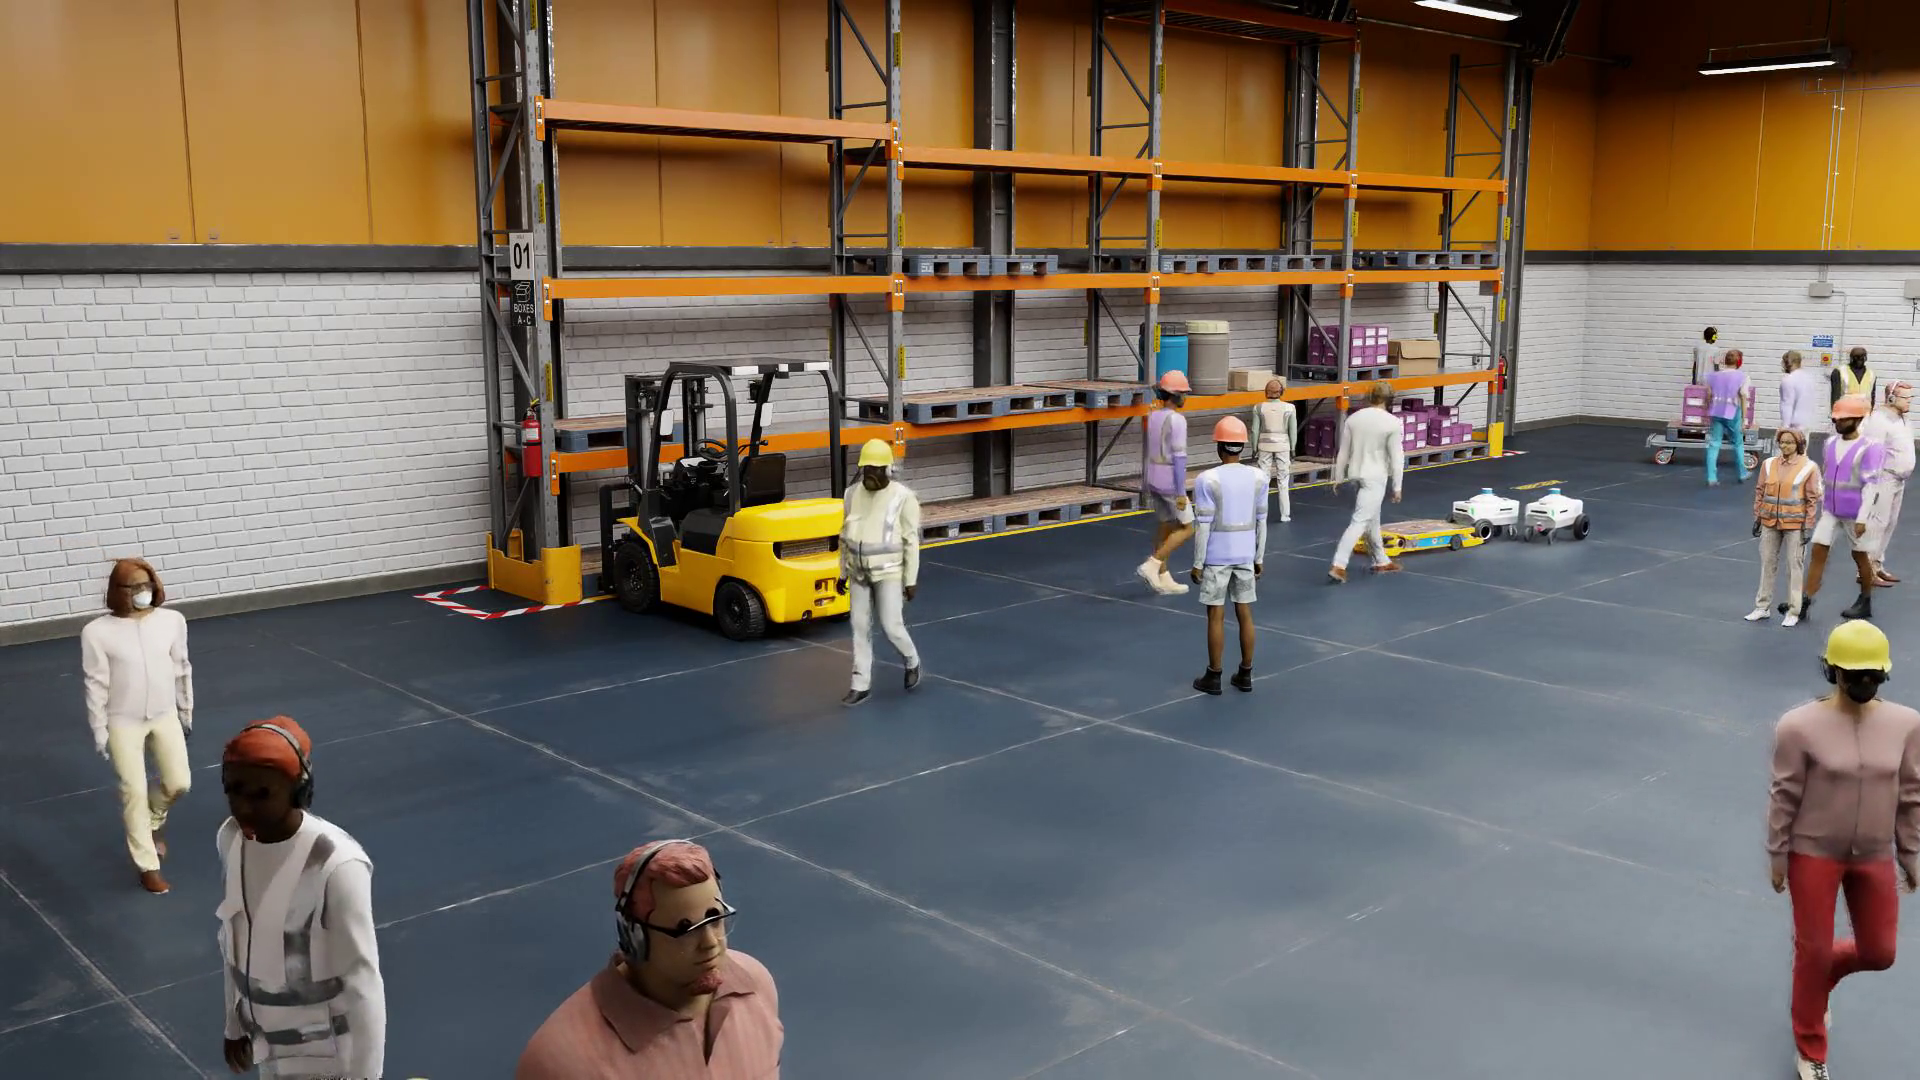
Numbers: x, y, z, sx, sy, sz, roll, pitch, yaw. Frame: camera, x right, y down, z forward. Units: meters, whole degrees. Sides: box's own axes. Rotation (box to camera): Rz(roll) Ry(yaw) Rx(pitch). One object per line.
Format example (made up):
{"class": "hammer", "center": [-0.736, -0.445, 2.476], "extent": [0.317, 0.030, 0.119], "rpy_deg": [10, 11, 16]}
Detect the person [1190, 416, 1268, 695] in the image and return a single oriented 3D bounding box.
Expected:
{"class": "person", "center": [1.853, 0.109, 11.542], "extent": [0.552, 1.937, 0.356], "rpy_deg": [-3, 10, -18]}

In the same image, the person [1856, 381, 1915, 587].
{"class": "person", "center": [8.578, -0.522, 15.368], "extent": [0.653, 1.901, 0.400], "rpy_deg": [-9, 13, -42]}

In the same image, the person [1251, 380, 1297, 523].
{"class": "person", "center": [3.577, -1.007, 18.956], "extent": [0.512, 1.638, 0.312], "rpy_deg": [2, 10, 13]}

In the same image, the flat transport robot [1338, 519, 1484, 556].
{"class": "flat transport robot", "center": [4.687, -0.035, 17.256], "extent": [1.431, 0.197, 0.652], "rpy_deg": [-6, 11, -30]}

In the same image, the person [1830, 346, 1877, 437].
{"class": "person", "center": [12.325, -1.786, 23.024], "extent": [0.623, 1.818, 0.863], "rpy_deg": [1, 10, 8]}

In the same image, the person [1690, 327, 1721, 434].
{"class": "person", "center": [12.502, -2.641, 27.887], "extent": [0.330, 1.862, 0.502], "rpy_deg": [-7, 12, -34]}

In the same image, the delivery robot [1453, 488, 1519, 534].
{"class": "delivery robot", "center": [5.626, -0.313, 17.782], "extent": [0.707, 0.478, 0.477], "rpy_deg": [-5, 11, -26]}

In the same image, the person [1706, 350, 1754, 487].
{"class": "person", "center": [10.192, -1.609, 21.985], "extent": [0.940, 1.796, 0.596], "rpy_deg": [-7, 12, -37]}

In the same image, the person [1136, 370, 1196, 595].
{"class": "person", "center": [1.847, -0.493, 14.797], "extent": [0.478, 2.030, 0.640], "rpy_deg": [-3, 10, -19]}

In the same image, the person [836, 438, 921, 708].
{"class": "person", "center": [-0.562, 0.209, 11.303], "extent": [0.613, 1.818, 0.624], "rpy_deg": [6, 11, 30]}

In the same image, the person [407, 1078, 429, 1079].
{"class": "person", "center": [-0.773, 1.695, 2.565], "extent": [0.404, 1.833, 0.590], "rpy_deg": [1, 10, 8]}

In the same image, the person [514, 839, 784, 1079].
{"class": "person", "center": [-0.555, 1.524, 3.350], "extent": [0.406, 1.909, 0.638], "rpy_deg": [8, 12, 38]}

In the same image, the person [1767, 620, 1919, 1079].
{"class": "person", "center": [3.205, 1.127, 6.105], "extent": [0.533, 1.753, 0.514], "rpy_deg": [1, 10, 4]}

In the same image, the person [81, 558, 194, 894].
{"class": "person", "center": [-3.950, 0.871, 7.992], "extent": [0.439, 1.624, 0.498], "rpy_deg": [9, 13, 42]}

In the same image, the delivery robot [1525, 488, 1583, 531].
{"class": "delivery robot", "center": [6.343, -0.308, 17.751], "extent": [0.707, 0.478, 0.477], "rpy_deg": [-9, 13, -43]}

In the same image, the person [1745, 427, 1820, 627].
{"class": "person", "center": [6.792, -0.114, 13.709], "extent": [0.308, 1.645, 0.514], "rpy_deg": [-7, 12, -36]}

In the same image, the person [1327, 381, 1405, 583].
{"class": "person", "center": [3.802, -0.544, 15.580], "extent": [1.054, 1.877, 0.651], "rpy_deg": [-6, 11, -32]}

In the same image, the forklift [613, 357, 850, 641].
{"class": "forklift", "center": [-1.847, -0.414, 13.852], "extent": [1.214, 2.155, 2.313], "rpy_deg": [-9, 13, -42]}

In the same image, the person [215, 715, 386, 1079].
{"class": "person", "center": [-1.774, 1.359, 4.453], "extent": [0.641, 1.867, 0.389], "rpy_deg": [7, 12, 34]}

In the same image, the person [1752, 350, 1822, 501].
{"class": "person", "center": [10.291, -1.381, 20.438], "extent": [0.696, 1.893, 0.858], "rpy_deg": [-8, 12, -38]}

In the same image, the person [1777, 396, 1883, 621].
{"class": "person", "center": [7.281, -0.247, 13.771], "extent": [0.975, 1.882, 0.565], "rpy_deg": [-4, 10, -22]}
